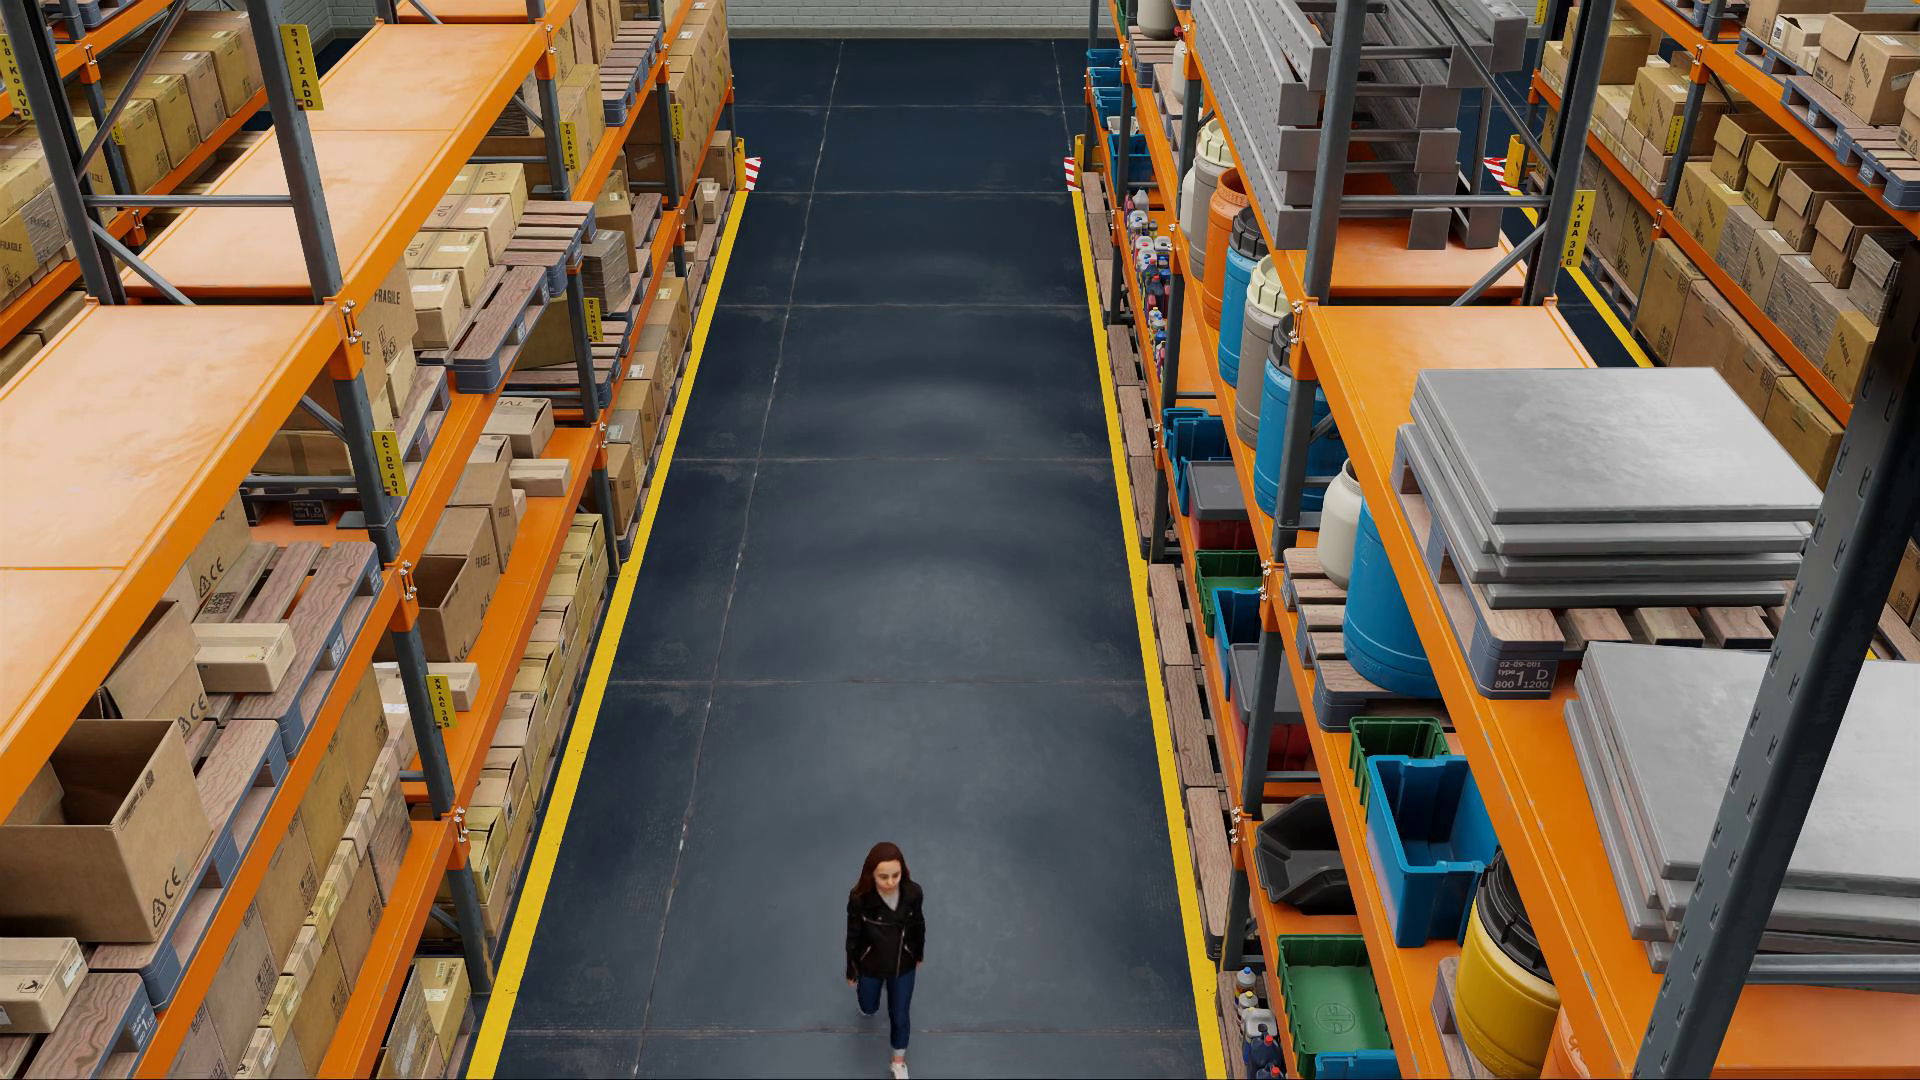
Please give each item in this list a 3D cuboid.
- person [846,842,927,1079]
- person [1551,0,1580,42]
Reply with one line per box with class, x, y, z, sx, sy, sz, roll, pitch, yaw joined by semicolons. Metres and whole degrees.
person;-0.390;2.050;8.289;0.659;1.468;0.920;-6;34;-9
person;7.929;-7.004;21.847;0.807;1.864;0.638;-10;34;-15
